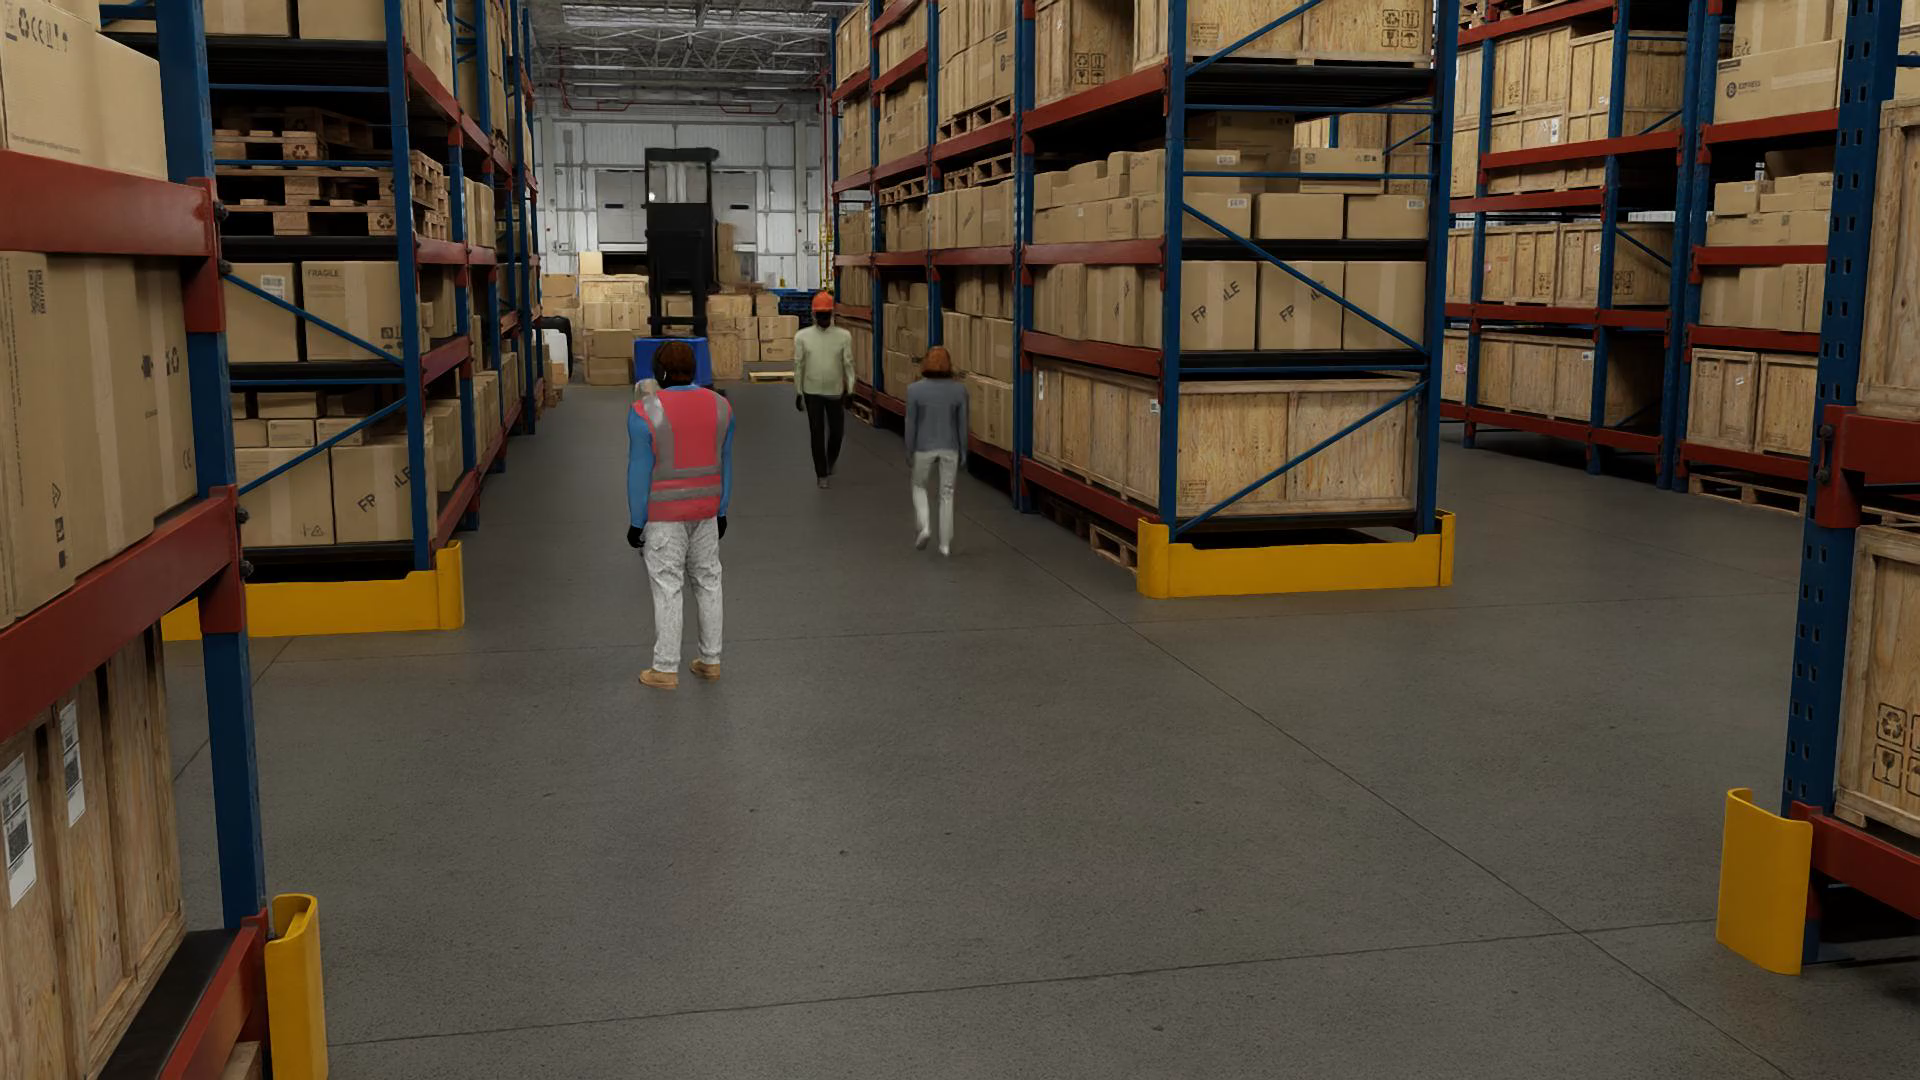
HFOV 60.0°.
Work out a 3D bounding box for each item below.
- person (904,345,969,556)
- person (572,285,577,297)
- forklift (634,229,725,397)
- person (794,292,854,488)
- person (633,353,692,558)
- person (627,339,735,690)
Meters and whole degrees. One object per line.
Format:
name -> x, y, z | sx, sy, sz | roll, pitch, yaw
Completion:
person -> -0.179, -0.682, 12.808 | 0.502, 1.625, 0.386 | -1, 9, -6
person -> -14.944, -9.307, 64.547 | 0.879, 1.912, 0.552 | 2, 10, 12
forklift -> -4.610, -3.658, 27.121 | 1.129, 2.768, 1.873 | 1, 9, 4
person -> -1.387, -1.529, 16.893 | 0.619, 1.976, 0.643 | -2, 9, -10
person -> -2.246, -0.664, 12.709 | 0.541, 1.602, 0.705 | 0, 9, 0
person -> -1.492, -0.135, 8.806 | 0.625, 1.844, 0.429 | -8, 12, -41
